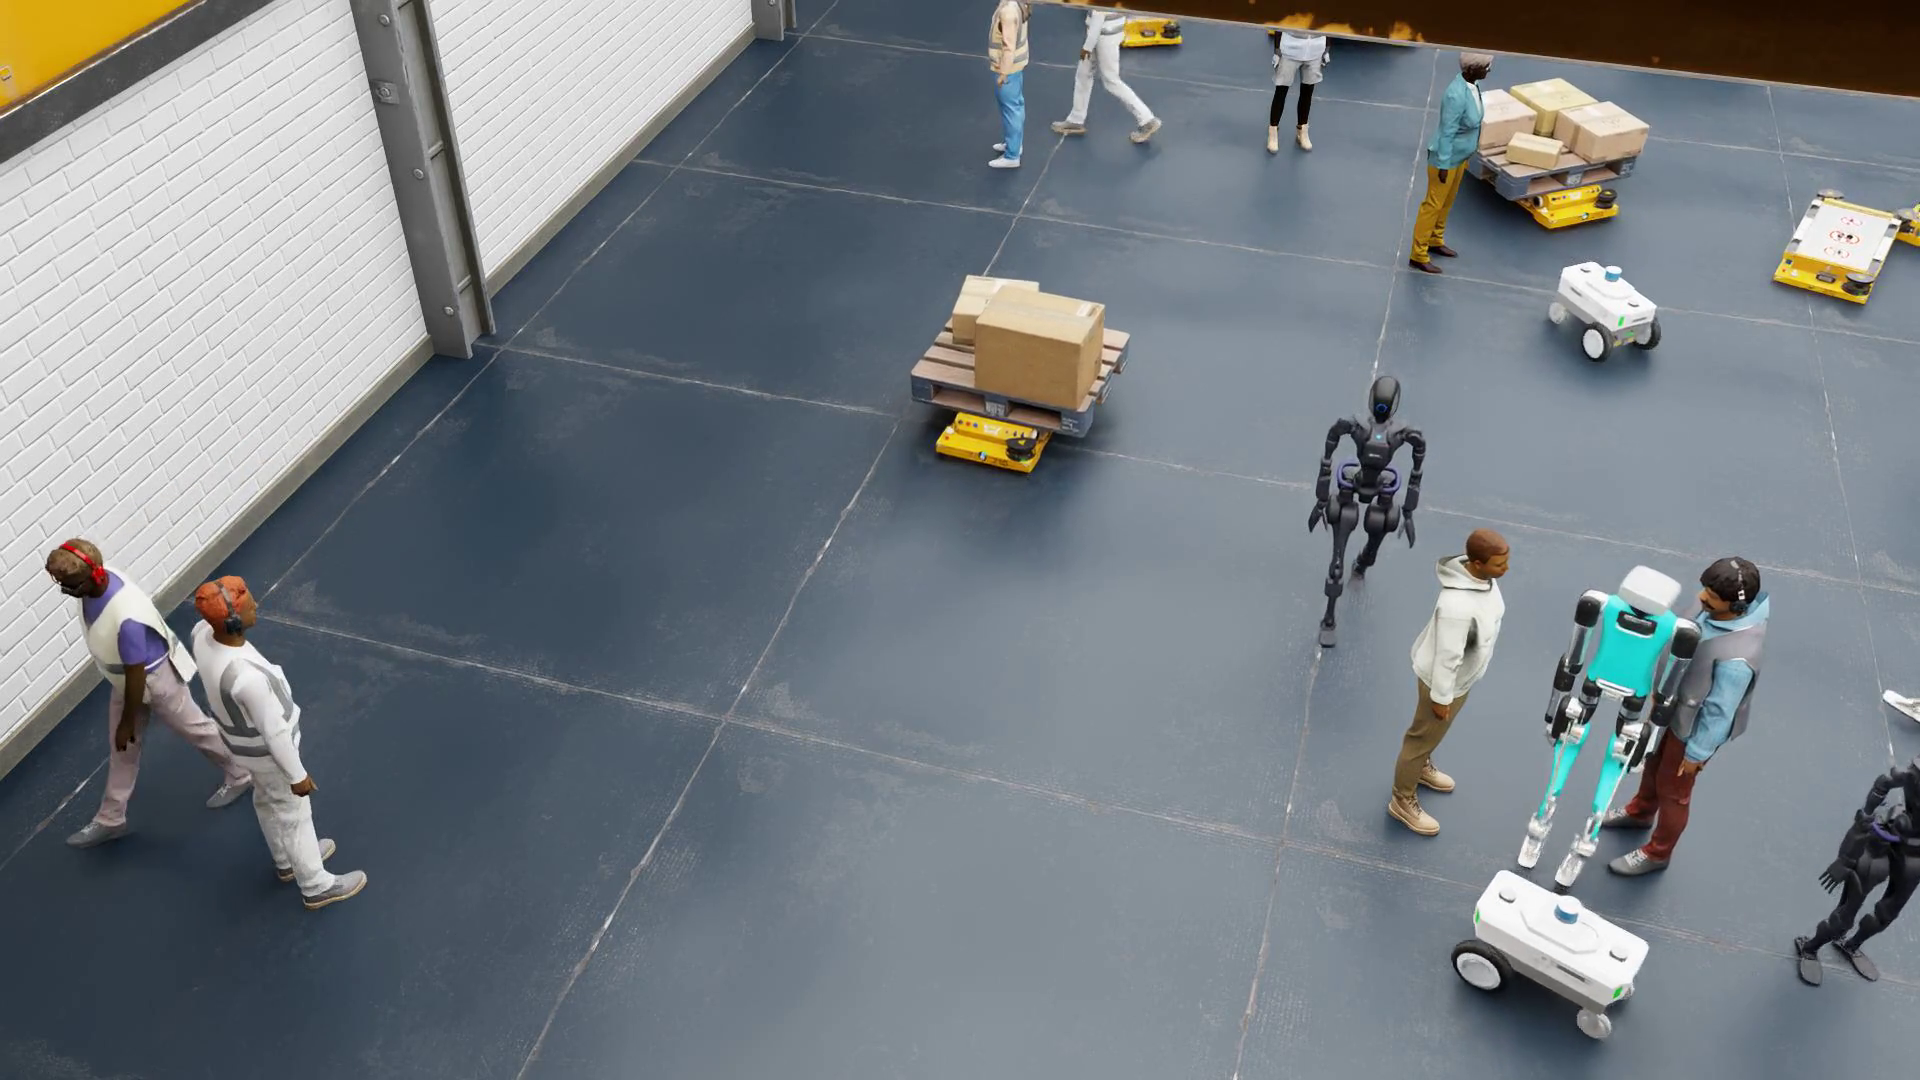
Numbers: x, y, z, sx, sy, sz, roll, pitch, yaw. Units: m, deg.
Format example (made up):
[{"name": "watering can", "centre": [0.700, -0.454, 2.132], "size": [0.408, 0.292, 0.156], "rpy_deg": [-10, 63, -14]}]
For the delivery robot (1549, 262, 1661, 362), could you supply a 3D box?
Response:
[{"name": "delivery robot", "centre": [4.592, -1.659, 11.833], "size": [0.499, 0.586, 0.773], "rpy_deg": [-14, 41, -17]}]

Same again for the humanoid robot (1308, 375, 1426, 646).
[{"name": "humanoid robot", "centre": [2.244, -0.225, 9.210], "size": [0.587, 1.654, 0.751], "rpy_deg": [8, 39, 10]}]

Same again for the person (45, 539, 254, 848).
[{"name": "person", "centre": [-3.965, 0.740, 7.878], "size": [0.554, 1.788, 0.946], "rpy_deg": [28, 46, 30]}]

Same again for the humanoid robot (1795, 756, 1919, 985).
[{"name": "humanoid robot", "centre": [4.078, 1.347, 7.207], "size": [0.589, 1.648, 0.334], "rpy_deg": [-1, 39, -1]}]

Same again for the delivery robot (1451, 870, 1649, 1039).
[{"name": "delivery robot", "centre": [2.666, 1.831, 7.507], "size": [0.807, 0.606, 0.499], "rpy_deg": [26, 46, 29]}]

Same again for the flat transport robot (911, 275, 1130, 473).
[{"name": "flat transport robot", "centre": [0.403, -0.974, 11.216], "size": [0.659, 0.231, 1.431], "rpy_deg": [14, 41, 17]}]

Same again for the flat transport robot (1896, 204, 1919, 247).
[{"name": "flat transport robot", "centre": [8.039, -2.289, 12.852], "size": [0.659, 0.231, 1.431], "rpy_deg": [-31, 48, -32]}]

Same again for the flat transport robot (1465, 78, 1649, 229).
[{"name": "flat transport robot", "centre": [4.725, -3.015, 13.754], "size": [0.659, 0.231, 1.431], "rpy_deg": [-14, 41, -16]}]

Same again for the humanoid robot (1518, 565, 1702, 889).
[{"name": "humanoid robot", "centre": [2.886, 0.978, 7.600], "size": [0.533, 1.774, 0.696], "rpy_deg": [20, 43, 23]}]

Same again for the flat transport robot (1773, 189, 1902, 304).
[{"name": "flat transport robot", "centre": [6.800, -2.275, 12.835], "size": [0.659, 0.231, 1.431], "rpy_deg": [23, 44, 25]}]

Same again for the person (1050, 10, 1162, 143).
[{"name": "person", "centre": [1.295, -4.264, 14.054], "size": [0.941, 1.846, 0.591], "rpy_deg": [6, 39, 7]}]

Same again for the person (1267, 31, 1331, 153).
[{"name": "person", "centre": [2.858, -4.082, 13.942], "size": [0.534, 1.696, 0.318], "rpy_deg": [-5, 39, -6]}]

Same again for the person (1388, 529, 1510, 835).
[{"name": "person", "centre": [2.338, 0.644, 8.006], "size": [0.364, 1.767, 0.531], "rpy_deg": [19, 42, 22]}]

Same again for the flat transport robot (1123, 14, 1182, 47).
[{"name": "flat transport robot", "centre": [1.719, -5.271, 16.560], "size": [0.659, 0.231, 1.431], "rpy_deg": [-5, 39, -7]}]

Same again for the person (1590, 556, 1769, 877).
[{"name": "person", "centre": [3.393, 0.820, 7.708], "size": [0.418, 1.870, 0.542], "rpy_deg": [1, 39, 2]}]

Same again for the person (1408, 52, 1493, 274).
[{"name": "person", "centre": [3.657, -2.838, 12.356], "size": [0.344, 1.750, 0.528], "rpy_deg": [22, 44, 25]}]

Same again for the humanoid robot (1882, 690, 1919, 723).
[{"name": "humanoid robot", "centre": [5.401, 0.398, 8.334], "size": [0.994, 1.733, 0.546], "rpy_deg": [30, 48, 32]}]

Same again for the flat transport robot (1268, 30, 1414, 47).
[{"name": "flat transport robot", "centre": [3.786, -5.121, 16.374], "size": [1.431, 0.231, 0.659], "rpy_deg": [9, 40, 10]}]

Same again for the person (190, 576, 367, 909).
[{"name": "person", "centre": [-3.144, 0.930, 7.559], "size": [0.339, 1.883, 0.582], "rpy_deg": [-31, 48, -33]}]

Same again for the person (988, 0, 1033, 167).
[{"name": "person", "centre": [0.407, -3.928, 13.724], "size": [0.371, 1.728, 0.496], "rpy_deg": [6, 39, 8]}]
